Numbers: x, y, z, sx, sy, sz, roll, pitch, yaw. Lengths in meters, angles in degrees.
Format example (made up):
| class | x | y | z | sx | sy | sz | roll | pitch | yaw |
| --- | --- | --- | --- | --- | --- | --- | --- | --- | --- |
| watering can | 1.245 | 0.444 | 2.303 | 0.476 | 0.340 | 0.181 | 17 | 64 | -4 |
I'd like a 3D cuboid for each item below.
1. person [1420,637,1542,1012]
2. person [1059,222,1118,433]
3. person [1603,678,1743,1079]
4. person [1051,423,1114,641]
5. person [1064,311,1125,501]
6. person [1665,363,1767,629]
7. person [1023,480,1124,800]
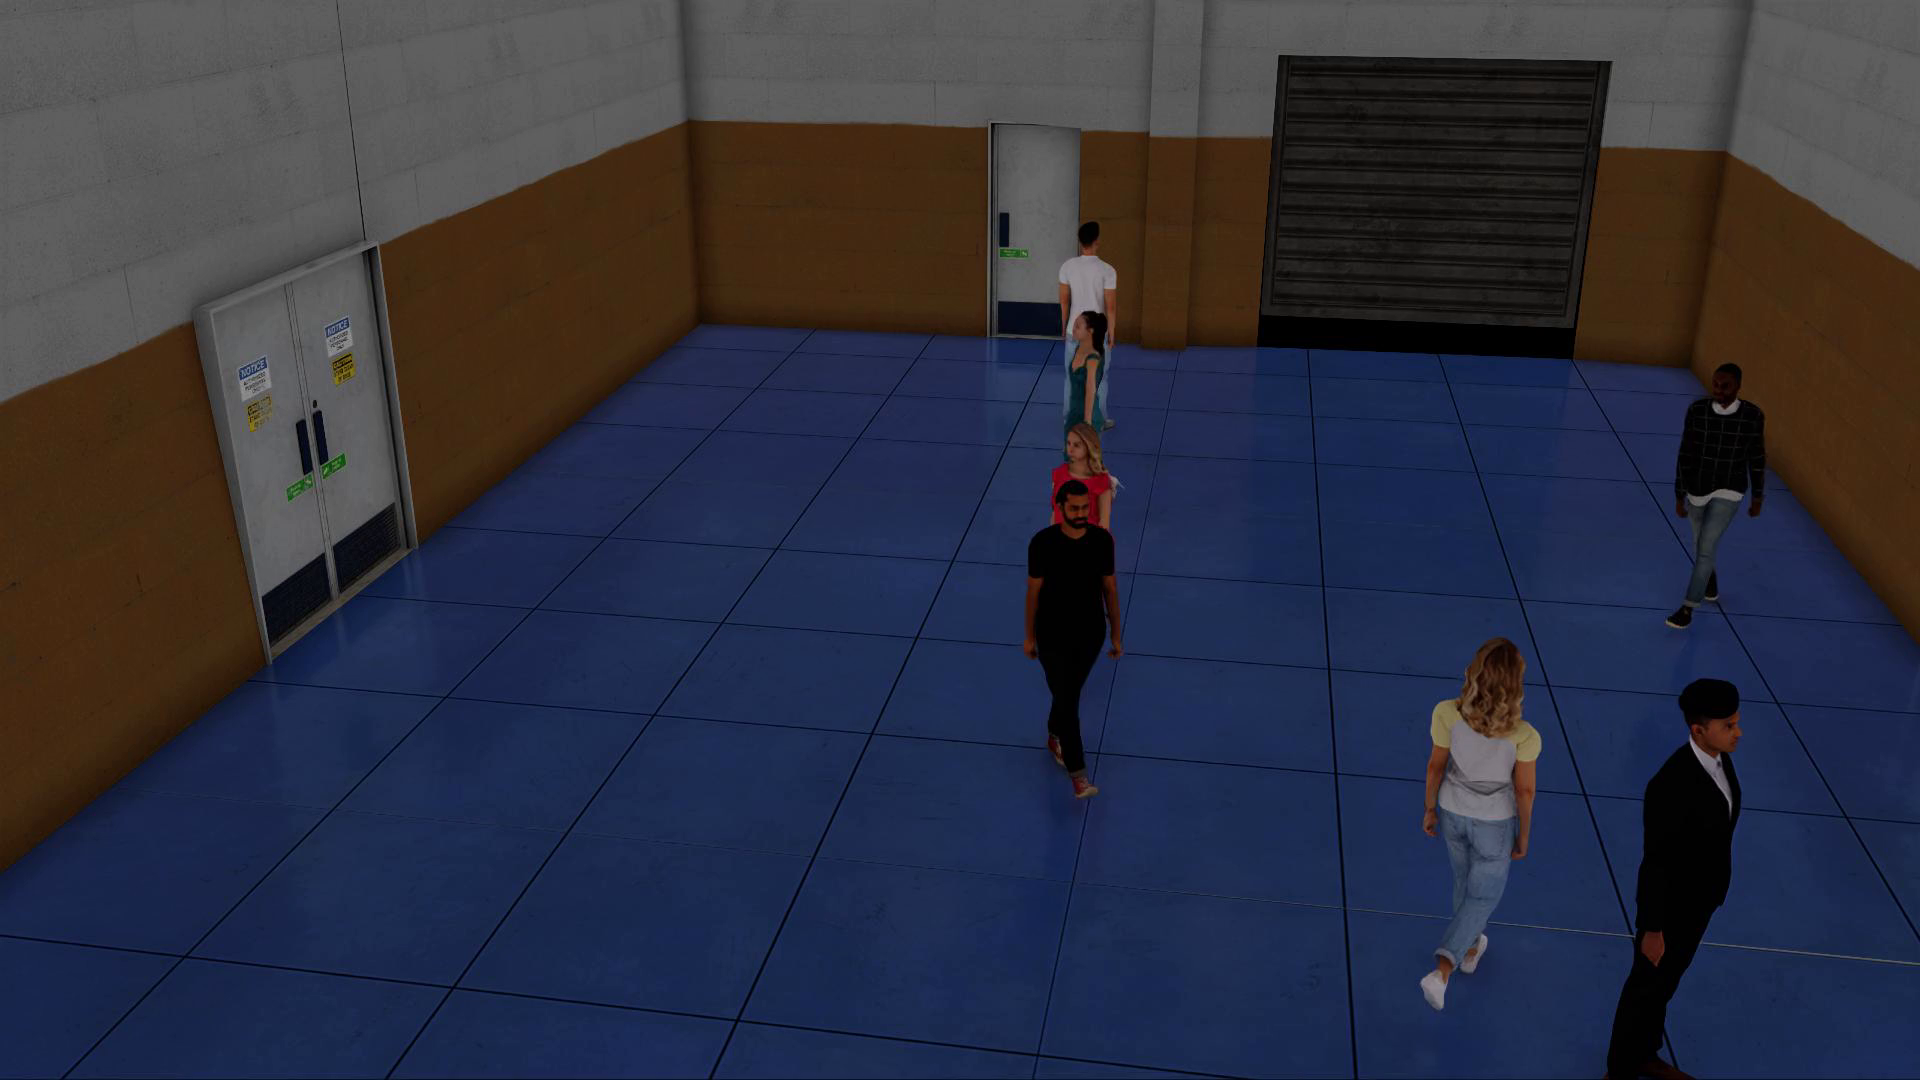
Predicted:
| class | x | y | z | sx | sy | sz | roll | pitch | yaw |
| --- | --- | --- | --- | --- | --- | --- | --- | --- | --- |
| person | 2.186 | 1.251 | 7.136 | 1.083 | 1.702 | 0.977 | 14 | 26 | 32 |
| person | 1.131 | -1.877 | 14.726 | 0.564 | 1.862 | 0.779 | 9 | 24 | 21 |
| person | 2.816 | 1.392 | 6.561 | 0.771 | 1.884 | 0.774 | 19 | 29 | 40 |
| person | 0.764 | 0.089 | 10.032 | 0.886 | 1.713 | 0.848 | 15 | 26 | 32 |
| person | 1.014 | -0.902 | 12.549 | 0.825 | 1.676 | 0.729 | -7 | 23 | -17 |
| person | 5.019 | -0.322 | 10.996 | 1.272 | 1.757 | 1.129 | 14 | 26 | 31 |
| person | 0.570 | 0.487 | 9.032 | 1.120 | 1.721 | 1.051 | -8 | 23 | -19 |
